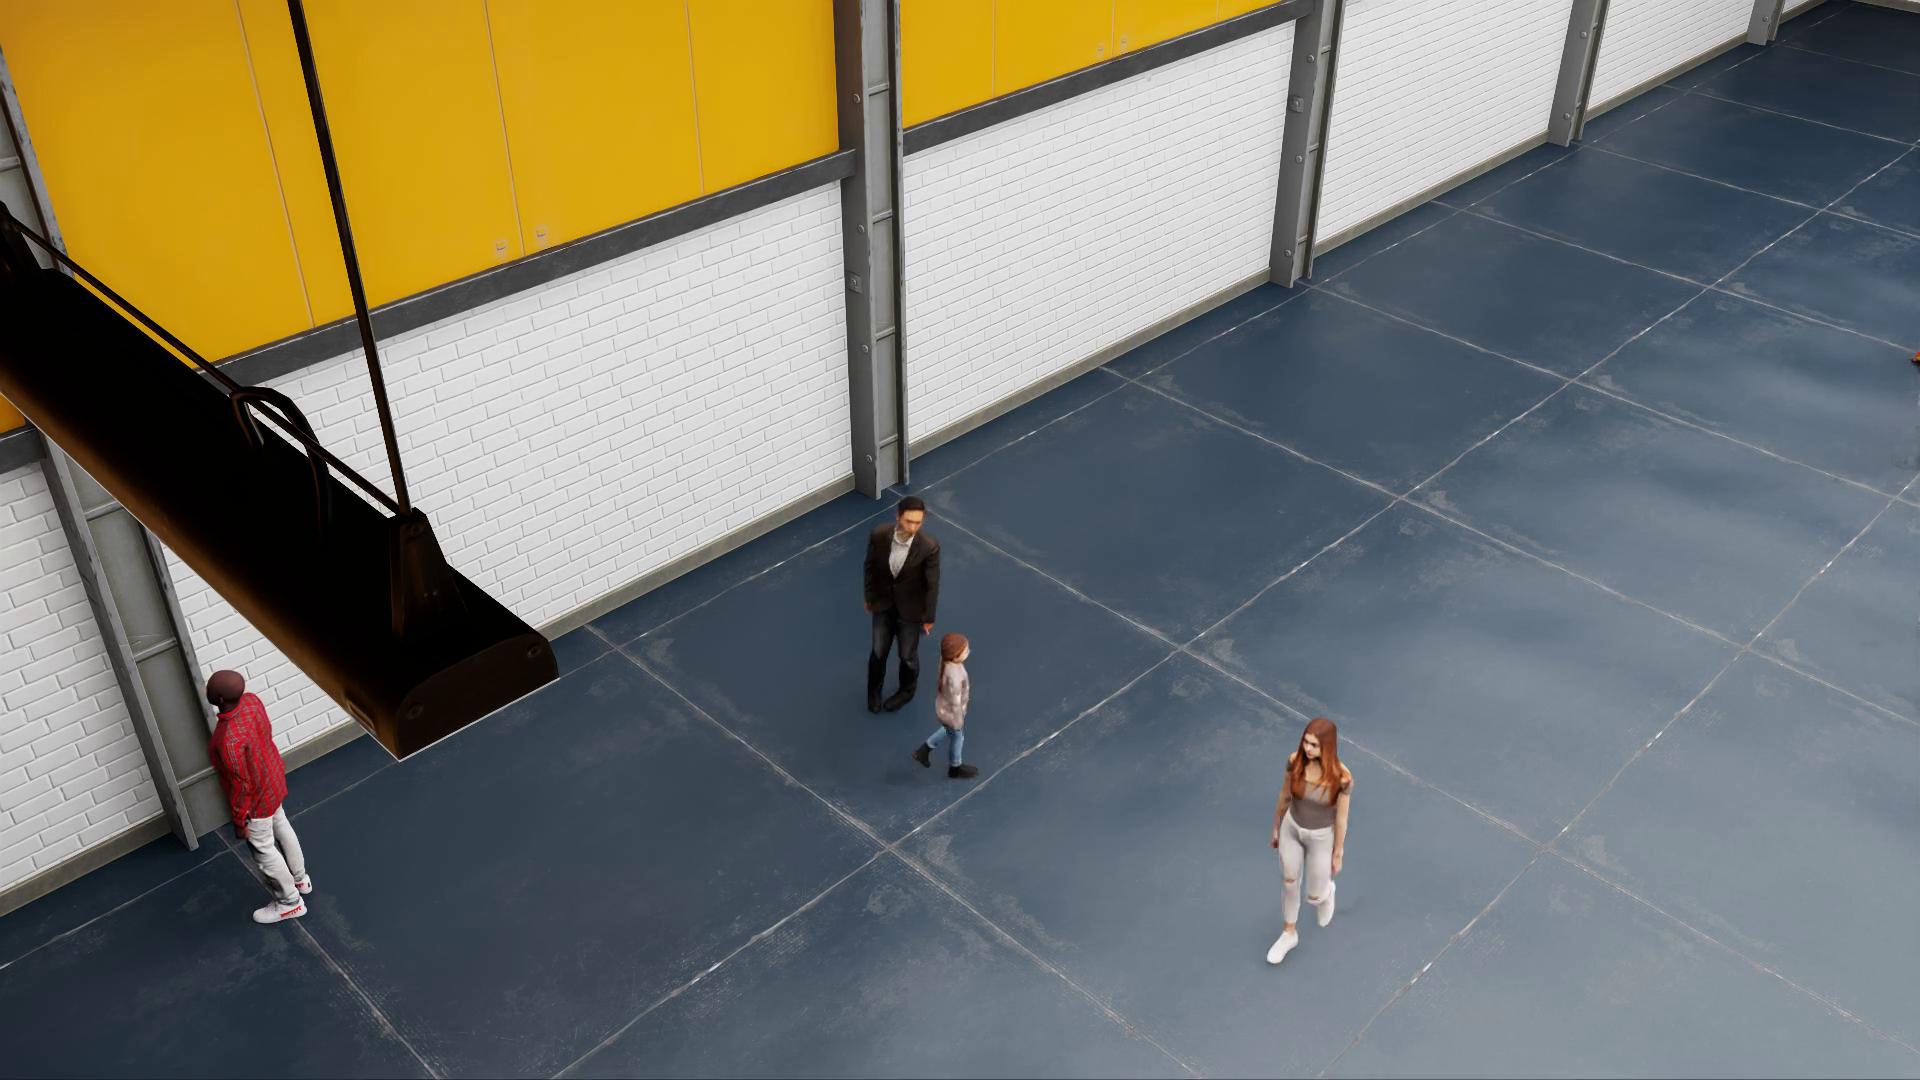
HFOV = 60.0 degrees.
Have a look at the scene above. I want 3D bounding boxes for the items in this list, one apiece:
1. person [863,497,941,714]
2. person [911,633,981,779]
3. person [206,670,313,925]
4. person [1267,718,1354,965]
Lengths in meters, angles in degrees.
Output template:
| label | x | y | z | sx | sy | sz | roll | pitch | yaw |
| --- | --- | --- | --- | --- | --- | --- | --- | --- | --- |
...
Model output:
| label | x | y | z | sx | sy | sz | roll | pitch | yaw |
| --- | --- | --- | --- | --- | --- | --- | --- | --- | --- |
| person | -0.389 | 0.408 | 11.493 | 0.806 | 1.786 | 0.796 | 16 | 37 | 22 |
| person | -0.104 | 1.100 | 10.991 | 0.772 | 1.187 | 0.676 | -6 | 34 | -9 |
| person | -4.160 | 1.484 | 9.843 | 0.804 | 1.820 | 0.751 | -1 | 34 | -1 |
| person | 2.061 | 1.696 | 9.621 | 0.654 | 1.712 | 0.847 | 24 | 40 | 31 |
